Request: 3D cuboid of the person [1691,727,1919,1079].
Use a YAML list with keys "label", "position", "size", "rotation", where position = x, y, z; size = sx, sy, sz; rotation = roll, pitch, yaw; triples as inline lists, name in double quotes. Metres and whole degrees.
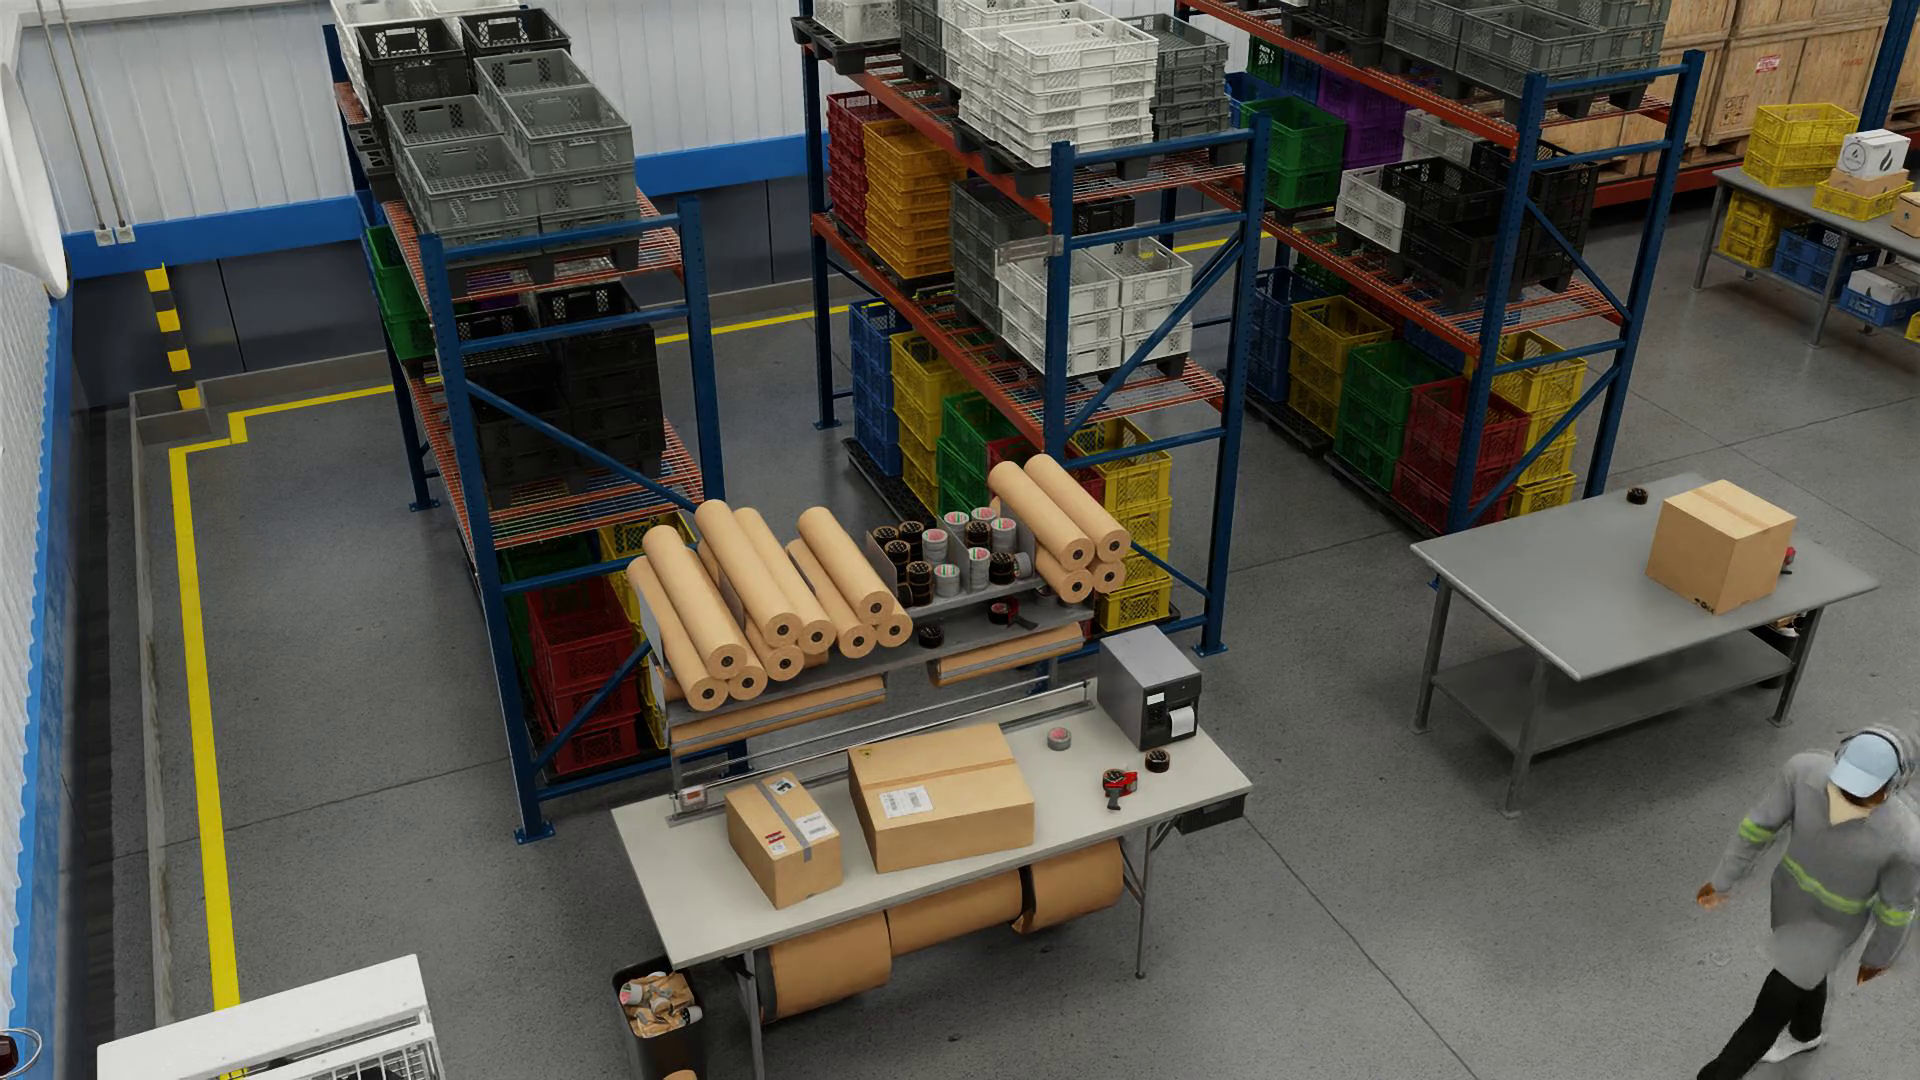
- label: "person"
  position: [3.106, 1.414, 6.208]
  size: [0.986, 1.800, 0.600]
  rotation: [-11, 33, -17]
